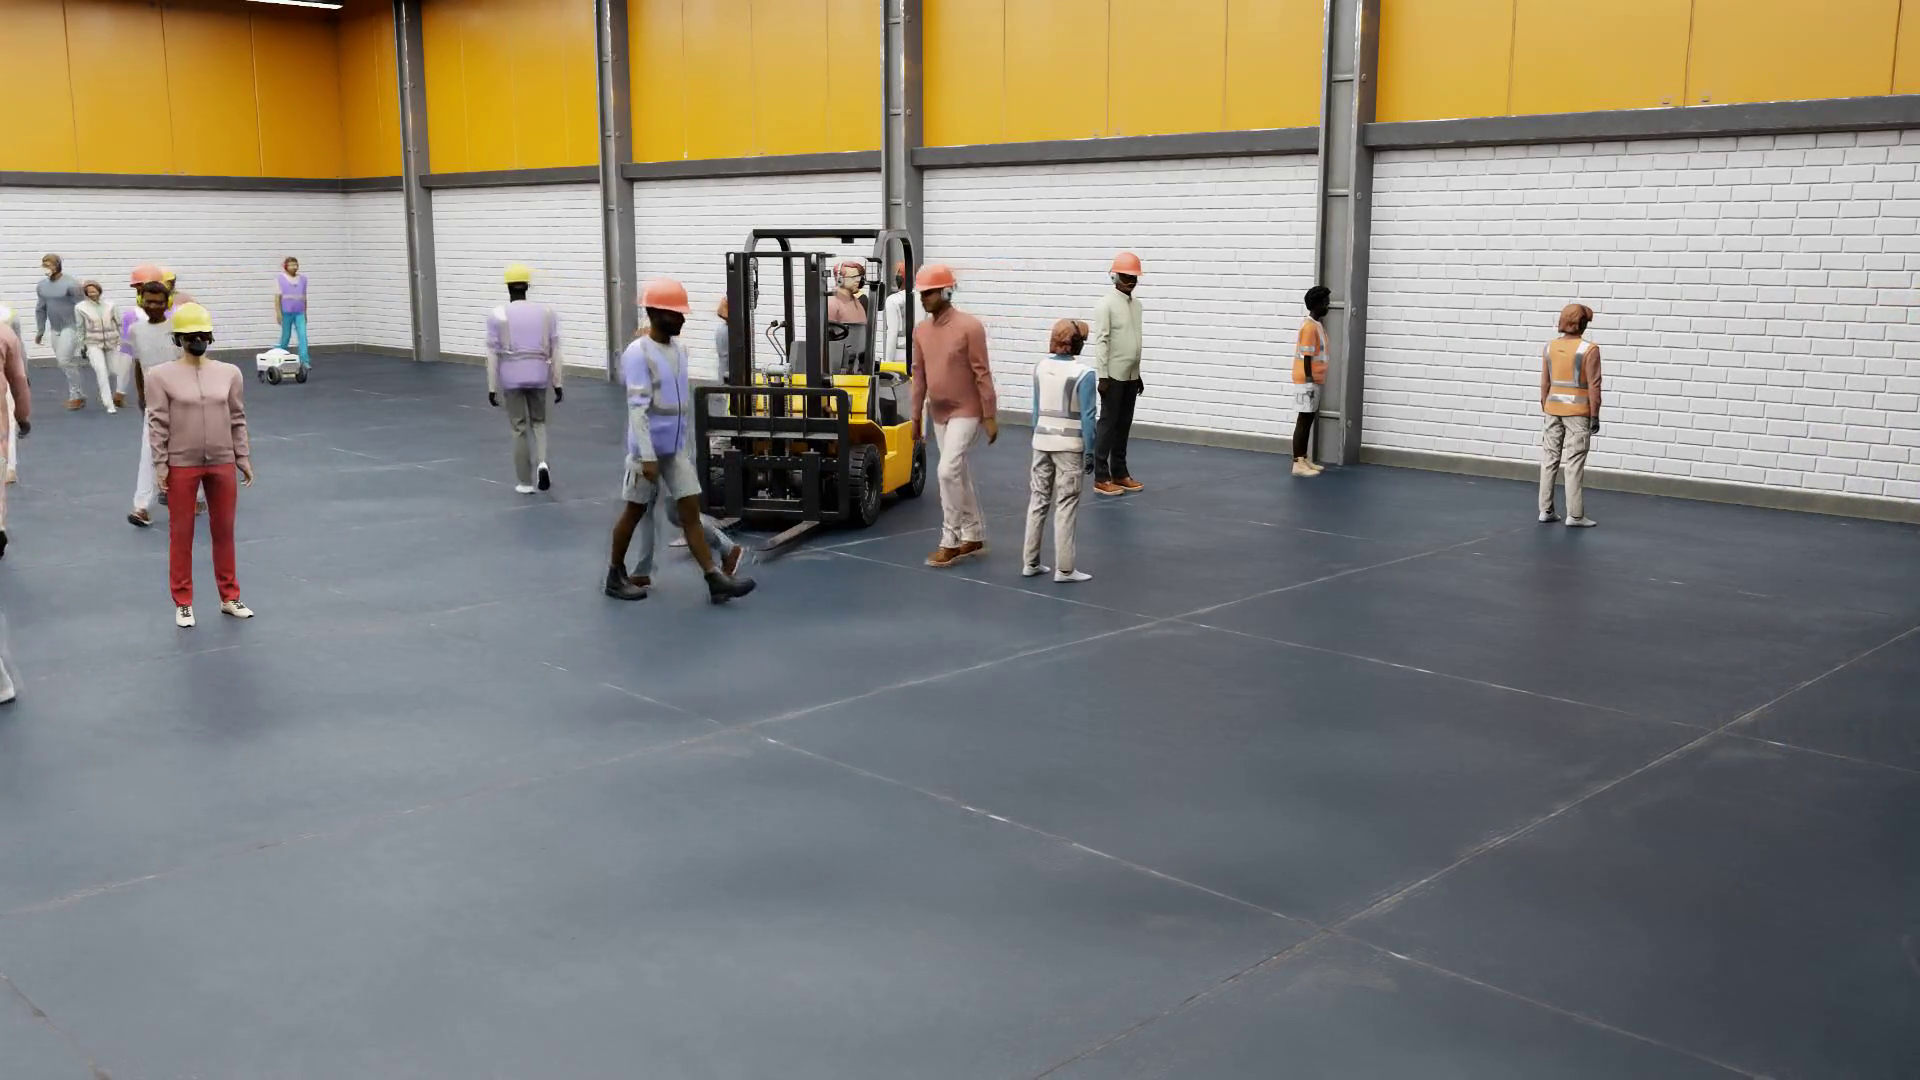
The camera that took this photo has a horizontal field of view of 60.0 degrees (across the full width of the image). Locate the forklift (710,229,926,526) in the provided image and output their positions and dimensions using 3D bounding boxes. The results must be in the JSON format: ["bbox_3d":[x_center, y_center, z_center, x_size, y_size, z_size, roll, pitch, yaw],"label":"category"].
[{"bbox_3d":[-1.050,-1.319,12.920,1.214,2.155,2.313,2,11,13],"label":"forklift"}]

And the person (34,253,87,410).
[{"bbox_3d":[-10.934,-2.523,20.246,0.649,1.914,0.567,4,11,23],"label":"person"}]

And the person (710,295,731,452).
[{"bbox_3d":[-2.002,-1.369,14.751,0.529,1.624,0.520,3,11,16],"label":"person"}]

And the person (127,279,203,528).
[{"bbox_3d":[-5.889,-1.004,12.281,0.481,1.807,0.976,-1,10,-6],"label":"person"}]

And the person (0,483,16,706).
[{"bbox_3d":[-4.492,-0.102,7.114,0.630,1.878,0.892,5,12,27],"label":"person"}]

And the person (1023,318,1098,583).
[{"bbox_3d":[0.631,-0.550,10.287,0.327,1.626,0.528,-10,14,-43],"label":"person"}]

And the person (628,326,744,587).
[{"bbox_3d":[-1.733,-0.494,10.051,0.757,1.601,0.519,-4,11,-20],"label":"person"}]

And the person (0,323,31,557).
[{"bbox_3d":[-6.632,-0.833,11.191,0.675,1.850,1.002,-6,12,-31],"label":"person"}]

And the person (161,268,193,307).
[{"bbox_3d":[-9.616,-2.498,20.627,0.563,1.733,0.601,4,11,20],"label":"person"}]

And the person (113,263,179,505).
[{"bbox_3d":[-6.379,-1.230,13.210,0.626,1.911,0.575,5,11,25],"label":"person"}]

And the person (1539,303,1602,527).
[{"bbox_3d":[4.475,-0.911,12.213,0.307,1.638,0.513,-6,12,-31],"label":"person"}]

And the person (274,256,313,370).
[{"bbox_3d":[-10.688,-3.622,26.562,0.928,1.807,0.572,10,14,44],"label":"person"}]

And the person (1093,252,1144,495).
[{"bbox_3d":[1.337,-1.374,13.769,0.390,1.990,0.623,8,13,37],"label":"person"}]

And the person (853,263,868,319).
[{"bbox_3d":[-1.107,-1.991,17.544,0.429,1.843,0.628,-8,13,-36],"label":"person"}]

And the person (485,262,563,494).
[{"bbox_3d":[-3.577,-1.314,13.650,0.612,1.913,0.445,-6,12,-29],"label":"person"}]

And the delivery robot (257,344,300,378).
[{"bbox_3d":[-9.848,-2.581,24.017,0.707,0.478,0.477,9,14,40],"label":"delivery robot"}]

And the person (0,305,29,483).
[{"bbox_3d":[-8.460,-1.391,14.461,0.636,1.782,1.007,-6,12,-30],"label":"person"}]

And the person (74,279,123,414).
[{"bbox_3d":[-10.381,-2.348,20.088,0.550,1.613,0.672,-9,14,-40],"label":"person"}]

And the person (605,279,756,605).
[{"bbox_3d":[-1.684,-0.550,9.579,0.978,1.882,0.566,6,12,30],"label":"person"}]

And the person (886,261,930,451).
[{"bbox_3d":[-0.523,-1.782,16.293,0.354,1.883,0.576,9,14,41],"label":"person"}]

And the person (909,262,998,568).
[{"bbox_3d":[-0.095,-0.810,10.786,0.773,1.953,0.635,-9,14,-42],"label":"person"}]

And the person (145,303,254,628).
[{"bbox_3d":[-4.167,-0.415,9.154,0.524,1.769,0.314,-10,14,-43],"label":"person"}]

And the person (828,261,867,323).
[{"bbox_3d":[-0.987,-1.488,14.620,0.407,1.910,0.639,4,11,21],"label":"person"}]

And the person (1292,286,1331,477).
[{"bbox_3d":[3.123,-1.411,14.796,0.317,1.693,0.534,4,11,21],"label":"person"}]
